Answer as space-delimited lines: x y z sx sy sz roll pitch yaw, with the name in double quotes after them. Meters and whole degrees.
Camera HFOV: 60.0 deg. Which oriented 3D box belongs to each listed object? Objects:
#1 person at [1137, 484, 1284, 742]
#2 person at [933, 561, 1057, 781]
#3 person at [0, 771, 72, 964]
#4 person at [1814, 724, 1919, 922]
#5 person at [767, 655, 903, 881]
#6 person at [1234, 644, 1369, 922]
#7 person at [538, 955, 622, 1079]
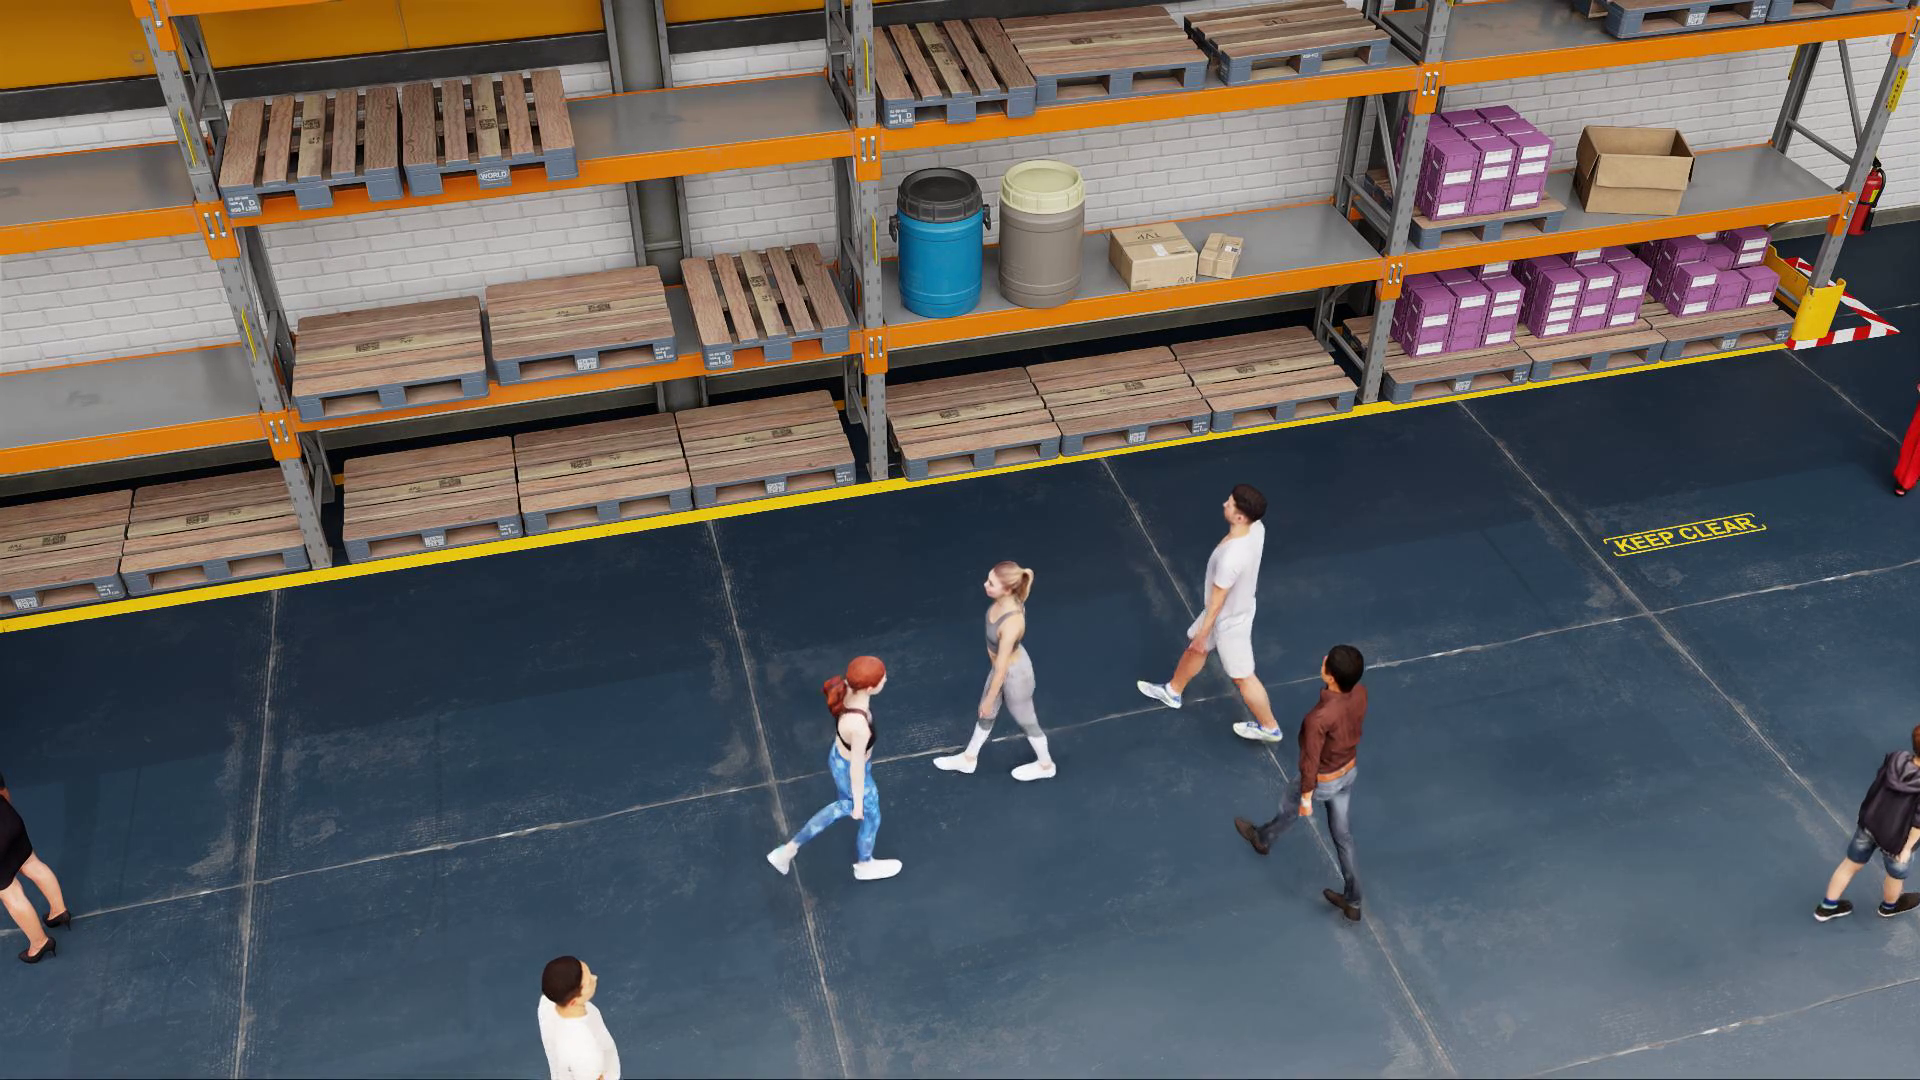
1.675 0.489 9.814 1.294 1.809 1.176 17 42 20 "person"
0.380 0.782 9.554 1.014 1.677 0.722 -3 39 -4 "person"
-4.984 1.549 8.593 0.572 1.677 0.604 4 39 4 "person"
4.878 1.533 8.811 0.804 1.430 0.565 -11 40 -13 "person"
-0.651 1.293 8.853 0.983 1.763 0.642 -15 41 -18 "person"
2.014 1.316 8.841 1.192 1.731 1.038 -27 46 -29 "person"
-1.719 2.480 7.349 0.926 1.785 0.820 -26 46 -29 "person"
